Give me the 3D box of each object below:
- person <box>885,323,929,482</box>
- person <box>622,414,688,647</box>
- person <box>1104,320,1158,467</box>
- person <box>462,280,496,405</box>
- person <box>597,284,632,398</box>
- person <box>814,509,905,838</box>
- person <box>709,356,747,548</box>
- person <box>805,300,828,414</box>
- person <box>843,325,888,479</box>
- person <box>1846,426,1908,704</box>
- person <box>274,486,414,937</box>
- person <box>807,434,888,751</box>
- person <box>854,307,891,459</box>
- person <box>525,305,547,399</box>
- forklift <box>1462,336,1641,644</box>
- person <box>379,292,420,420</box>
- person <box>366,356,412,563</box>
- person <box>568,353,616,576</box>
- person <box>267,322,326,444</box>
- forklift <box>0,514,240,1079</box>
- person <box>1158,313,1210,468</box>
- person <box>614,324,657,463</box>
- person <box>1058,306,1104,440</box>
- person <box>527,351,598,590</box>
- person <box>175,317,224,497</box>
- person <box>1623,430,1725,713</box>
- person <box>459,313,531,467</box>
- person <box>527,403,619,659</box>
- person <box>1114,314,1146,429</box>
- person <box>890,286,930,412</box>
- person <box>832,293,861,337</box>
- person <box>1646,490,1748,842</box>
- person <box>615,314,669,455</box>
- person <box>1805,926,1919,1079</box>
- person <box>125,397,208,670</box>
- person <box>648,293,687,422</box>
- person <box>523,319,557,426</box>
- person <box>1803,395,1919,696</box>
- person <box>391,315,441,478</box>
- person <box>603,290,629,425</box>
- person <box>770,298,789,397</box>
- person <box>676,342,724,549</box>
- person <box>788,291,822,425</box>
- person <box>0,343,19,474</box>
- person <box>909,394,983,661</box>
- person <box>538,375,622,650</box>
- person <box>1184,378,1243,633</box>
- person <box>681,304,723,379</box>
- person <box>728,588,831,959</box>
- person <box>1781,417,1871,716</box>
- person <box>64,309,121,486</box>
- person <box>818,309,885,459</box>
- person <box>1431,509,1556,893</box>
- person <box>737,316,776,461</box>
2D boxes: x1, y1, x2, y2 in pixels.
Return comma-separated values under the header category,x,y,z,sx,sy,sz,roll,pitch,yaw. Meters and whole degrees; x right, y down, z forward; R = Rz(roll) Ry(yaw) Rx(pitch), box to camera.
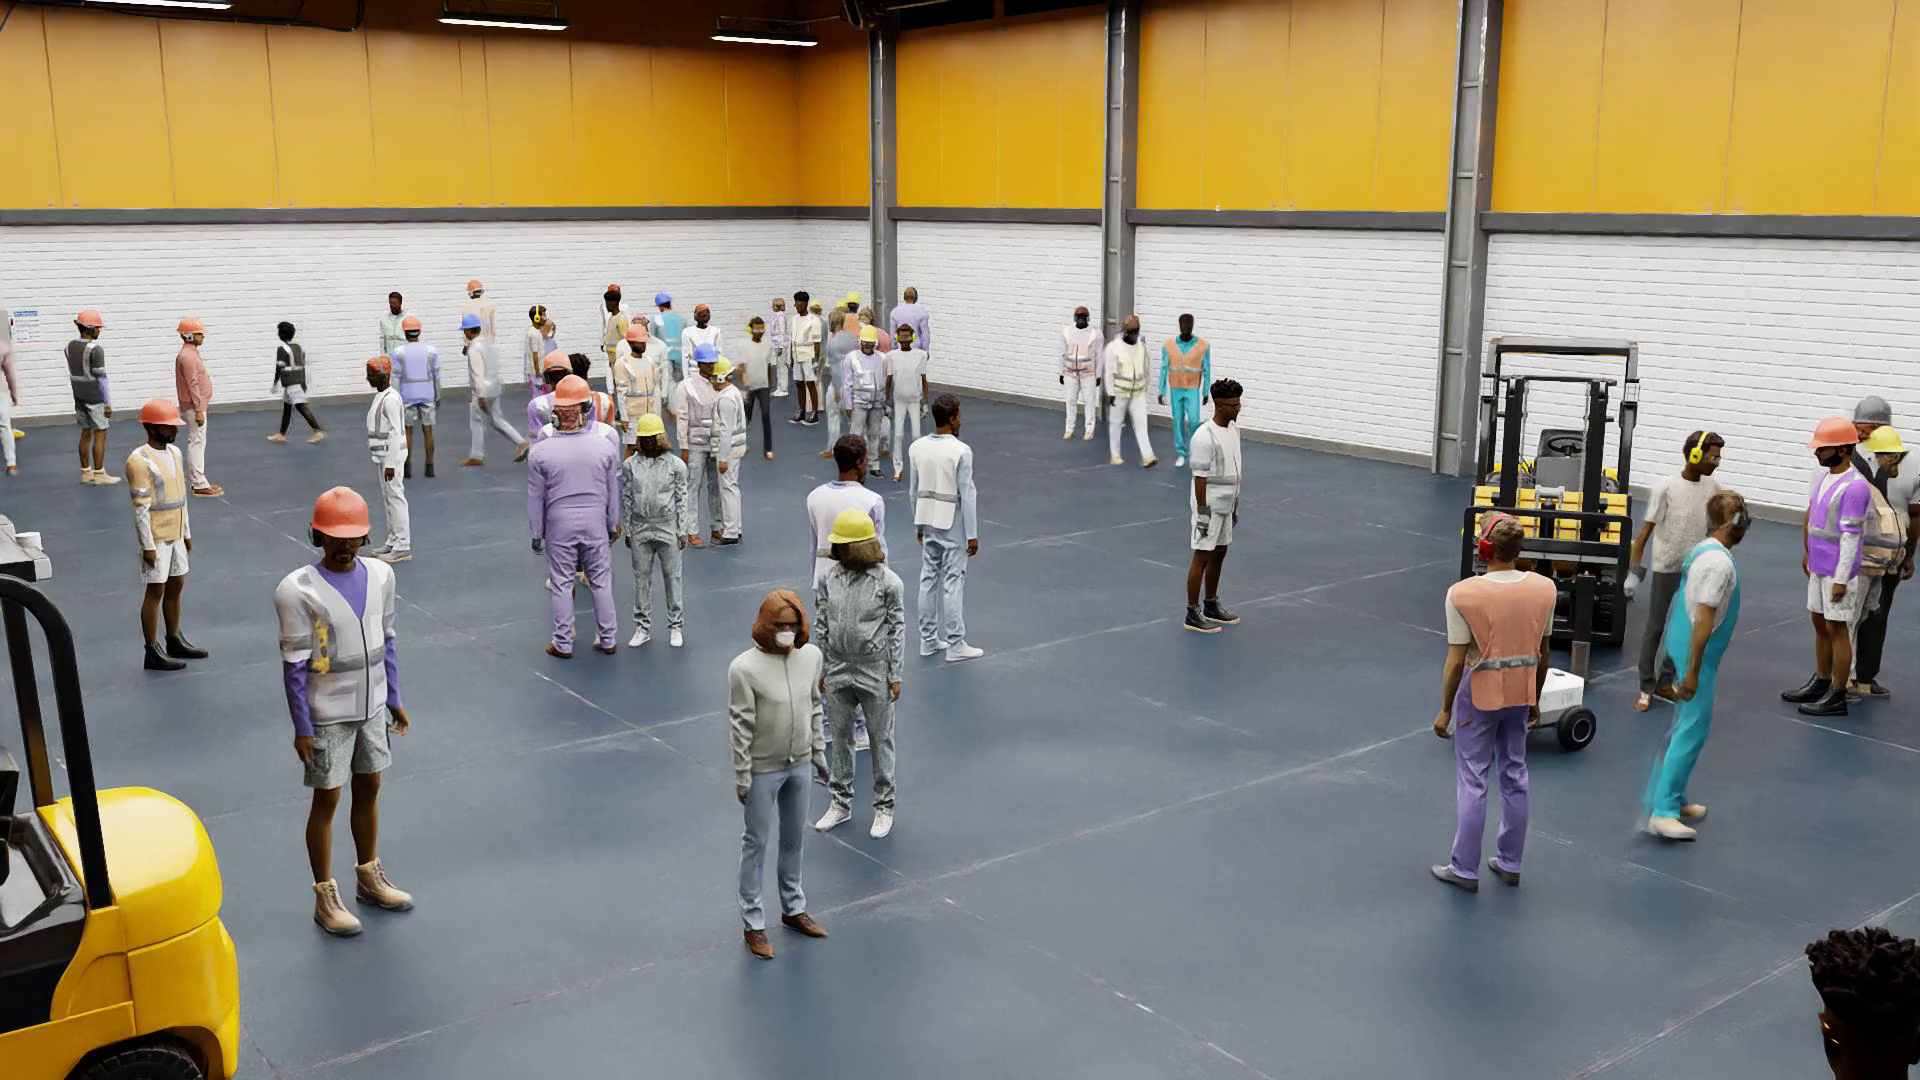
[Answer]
category,x,y,z,sx,sy,sz,roll,pitch,yaw
person,-0.620,-1.600,19.410,0.510,1.863,0.325,0,12,1
person,-2.252,-0.068,12.285,0.487,1.744,0.296,0,12,1
person,2.098,-1.780,20.407,0.636,1.805,0.887,-3,12,-16
person,-7.689,-3.153,26.574,0.378,1.995,0.609,8,14,35
person,-5.657,-3.261,27.360,0.574,1.887,0.355,2,12,7
person,-0.530,0.689,8.636,0.492,1.740,0.319,4,12,20
person,-2.235,-0.844,15.861,0.403,1.819,0.602,-1,12,-4
person,-2.262,-2.824,25.626,0.457,1.730,0.551,9,15,38
person,-1.078,-1.606,19.507,0.592,1.828,0.404,-7,14,-31
person,5.995,0.158,10.968,0.590,1.837,0.403,-6,13,-26
person,-2.768,0.760,7.569,0.394,2.040,0.609,7,14,30
person,-0.684,0.315,10.039,0.596,1.913,0.386,10,16,41
person,-1.132,-2.000,21.189,0.629,1.929,0.362,10,16,41
person,-5.694,-2.230,22.451,0.326,1.862,0.508,-3,12,-15
forklift,4.683,-0.471,13.136,1.214,2.155,2.313,4,12,20
person,-8.309,-2.729,24.711,0.597,1.916,0.372,1,12,4
person,-5.229,-0.736,15.186,0.356,1.878,0.574,-6,13,-27
person,-3.311,-0.663,14.619,0.604,1.966,0.367,-8,14,-34
person,-8.951,-2.100,22.337,0.876,1.652,0.534,1,12,3
forklift,-3.687,1.115,5.480,2.313,2.155,1.214,-9,15,-36
person,2.745,-1.827,20.420,0.612,1.899,0.552,3,12,16
person,-3.499,-1.384,18.170,0.357,1.938,0.545,8,14,34
person,1.643,-2.277,22.748,0.630,1.837,0.429,4,12,19
person,-3.338,-0.573,14.015,0.605,2.036,0.393,-7,14,-32
person,-8.471,-1.475,18.473,0.386,1.993,0.615,-6,13,-26
person,4.592,0.212,10.695,0.666,1.852,0.378,-3,12,-14
person,-5.738,-1.834,20.447,0.822,1.909,0.647,1,12,6
person,-2.798,-0.092,12.063,0.660,1.895,0.409,-5,13,-23
person,2.433,-2.401,23.802,0.514,1.642,0.310,7,14,32
person,-0.763,-2.925,25.608,0.635,1.937,0.354,4,12,17
person,-1.624,-2.751,24.919,0.597,1.878,0.937,-3,12,-14
person,3.848,0.653,8.669,0.444,1.803,0.673,4,12,17
person,-3.838,-1.770,20.111,0.643,1.909,0.410,-2,12,-9
person,1.708,1.695,3.248,0.603,1.959,0.380,2,12,10
person,-5.595,-0.046,11.747,0.399,1.928,0.542,1,12,5
person,-4.387,-2.721,24.741,0.600,1.883,0.949,-10,15,-40
person,-5.849,-2.280,23.263,0.375,1.609,0.562,8,14,33
person,5.990,0.038,11.053,0.704,2.000,0.638,4,12,20
person,-6.417,-1.689,19.653,0.556,1.933,0.374,-5,13,-25
person,-4.997,-2.667,24.308,0.373,1.962,0.605,-6,13,-26
person,-3.002,-3.211,27.716,0.309,1.641,0.514,-3,12,-15
person,-2.410,-0.905,15.826,0.602,1.949,0.389,-9,15,-38
person,-2.269,-2.658,24.285,0.607,1.958,0.374,11,16,42
person,-11.707,-1.732,20.013,0.679,1.871,1.031,-11,16,-42
person,-0.117,-0.089,11.959,0.587,1.920,0.391,10,16,41
person,-2.782,-0.193,12.169,0.613,2.039,0.393,0,12,2
person,1.970,-0.271,12.761,0.387,1.957,0.604,8,14,35
person,-3.473,-2.241,22.461,0.581,1.878,0.344,-6,13,-28
person,-0.793,1.009,7.349,0.497,1.633,0.279,-11,16,-41
person,5.576,0.168,10.704,0.382,1.929,0.541,1,12,4
person,-9.972,-1.630,19.146,0.612,2.029,0.409,6,13,28
person,-1.404,-1.949,20.986,0.787,1.912,0.642,5,13,22
person,2.544,0.779,7.935,0.565,1.850,0.390,-3,12,-16
person,-2.627,-1.952,21.223,0.521,1.830,0.926,-6,13,-25
